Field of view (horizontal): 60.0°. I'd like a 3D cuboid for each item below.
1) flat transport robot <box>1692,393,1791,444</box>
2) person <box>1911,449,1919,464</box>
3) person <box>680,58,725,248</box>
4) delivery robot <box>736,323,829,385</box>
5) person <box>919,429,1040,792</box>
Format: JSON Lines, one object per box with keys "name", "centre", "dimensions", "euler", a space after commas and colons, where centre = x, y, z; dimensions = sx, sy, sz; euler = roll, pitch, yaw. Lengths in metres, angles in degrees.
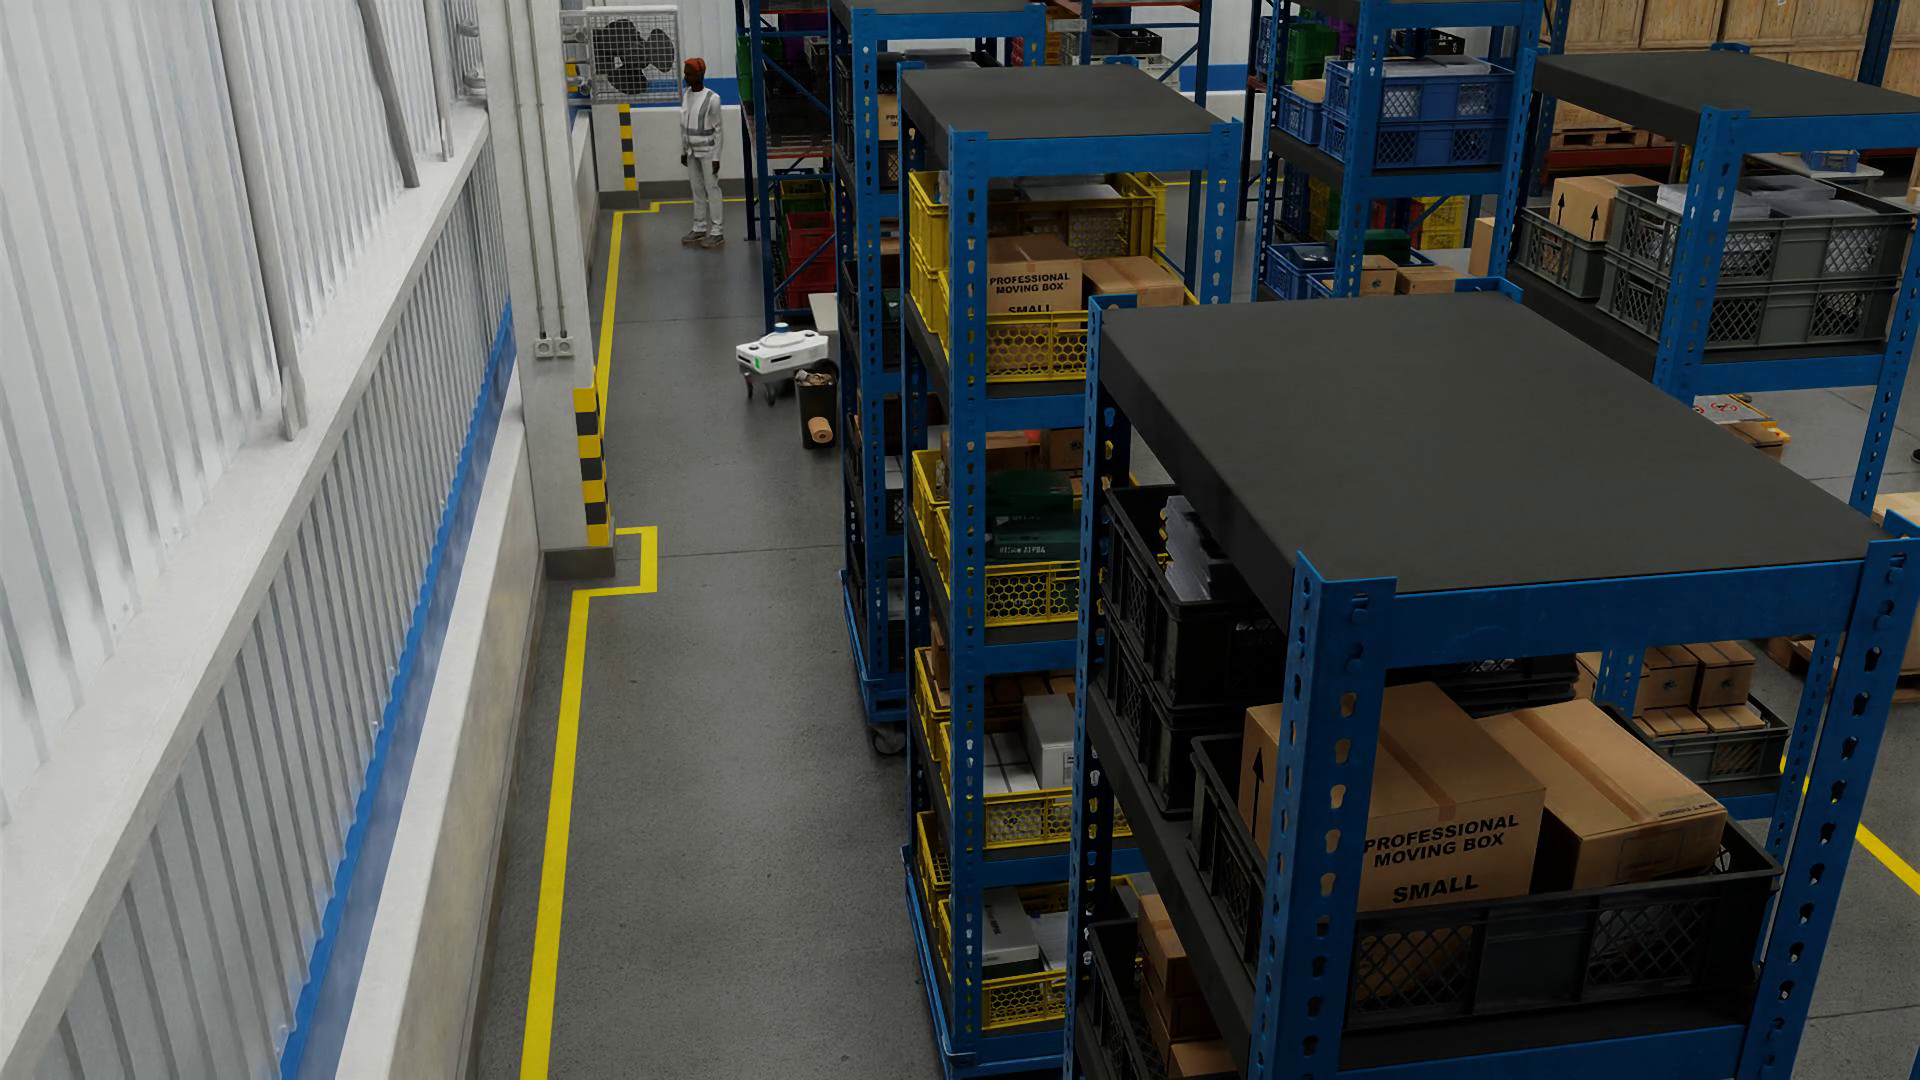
{"name": "flat transport robot", "centre": [5.224, -0.859, 12.132], "dimensions": [1.431, 0.197, 0.652], "euler": [-4, 25, -8]}
{"name": "person", "centre": [6.936, -1.349, 11.342], "dimensions": [0.588, 1.833, 0.404], "euler": [5, 25, 10]}
{"name": "person", "centre": [-2.632, -3.926, 16.886], "dimensions": [0.574, 1.883, 0.355], "euler": [20, 31, 37]}
{"name": "delivery robot", "centre": [-1.383, -1.450, 12.973], "dimensions": [0.707, 0.478, 0.477], "euler": [-18, 30, -35]}
{"name": "person", "centre": [0.137, 0.339, 7.541], "dimensions": [0.669, 1.944, 0.379], "euler": [13, 28, 26]}
